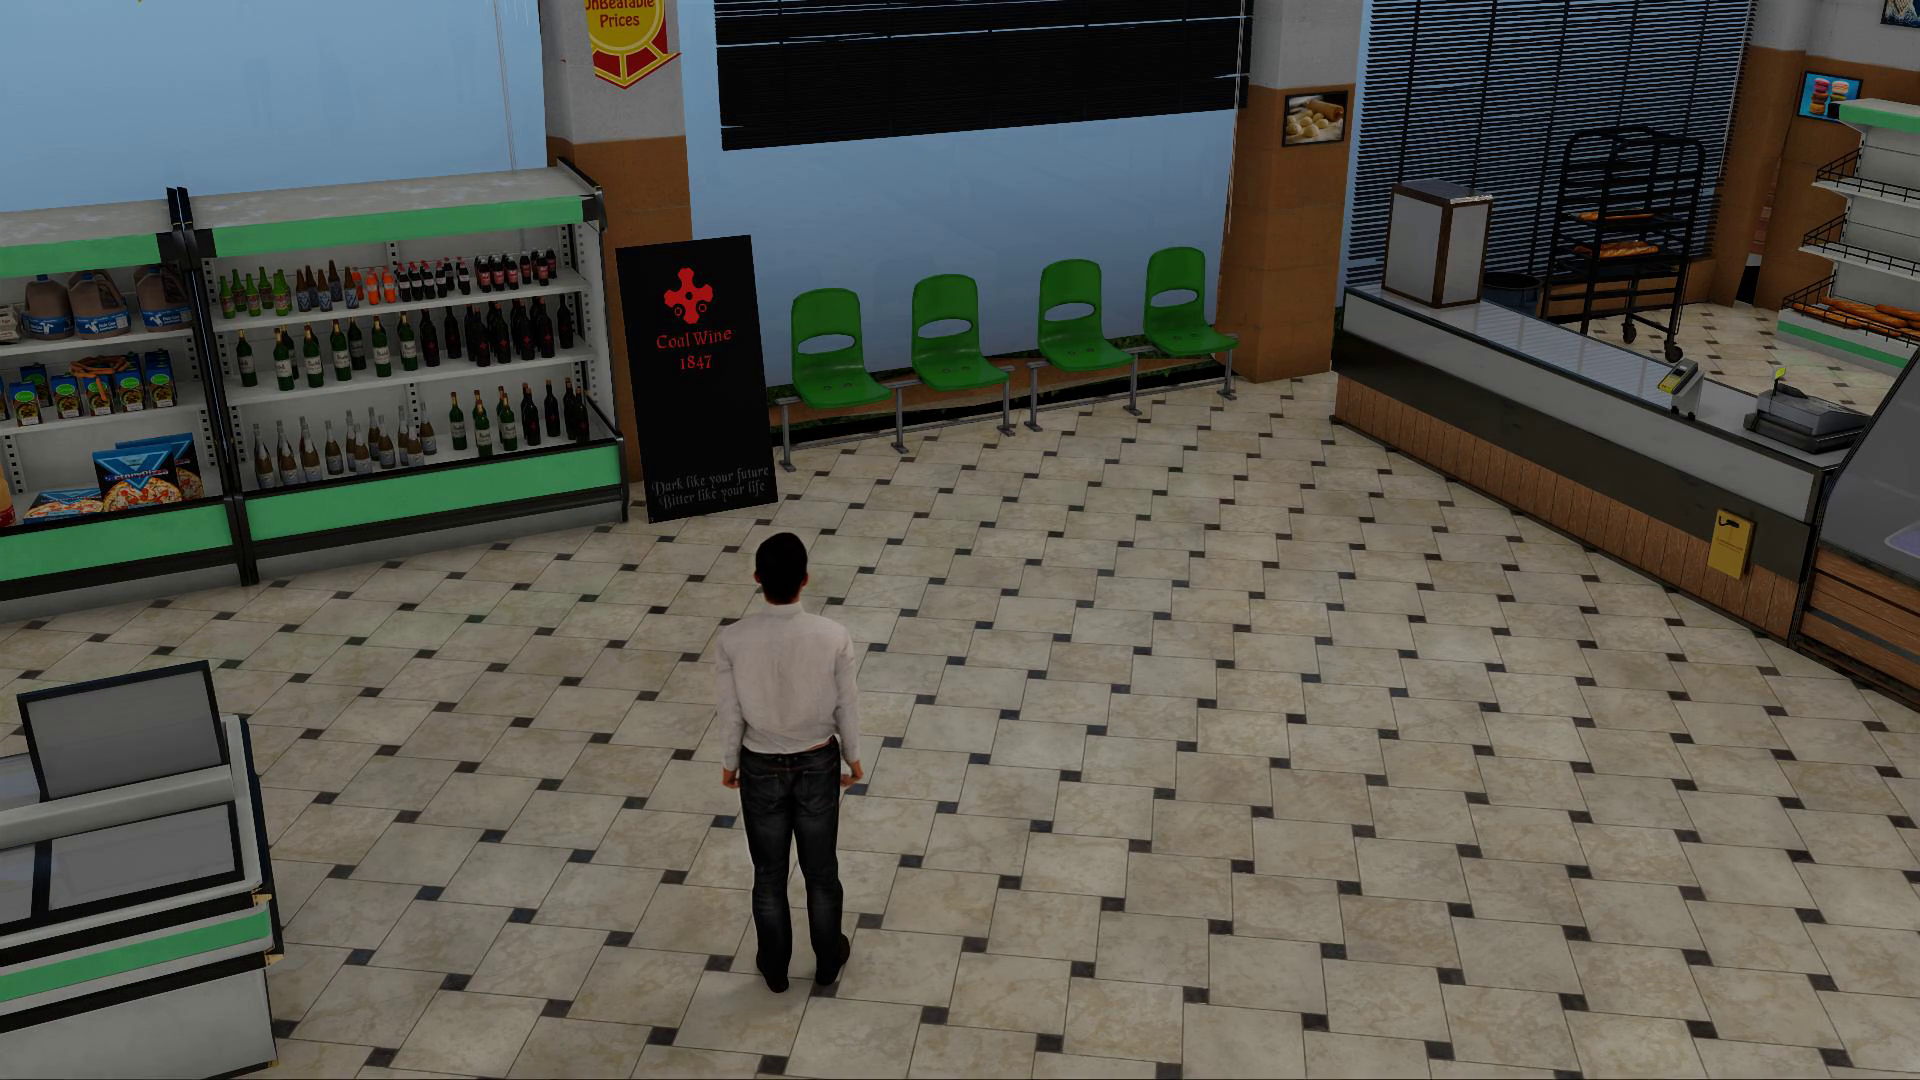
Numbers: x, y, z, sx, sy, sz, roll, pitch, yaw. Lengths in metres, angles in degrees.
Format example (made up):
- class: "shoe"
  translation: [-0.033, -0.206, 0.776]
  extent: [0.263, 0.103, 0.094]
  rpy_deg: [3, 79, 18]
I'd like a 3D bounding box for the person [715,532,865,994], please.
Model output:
- class: "person"
  translation: [-0.613, 0.820, 5.993]
  extent: [0.620, 1.811, 0.795]
  rpy_deg: [-2, 24, -5]
